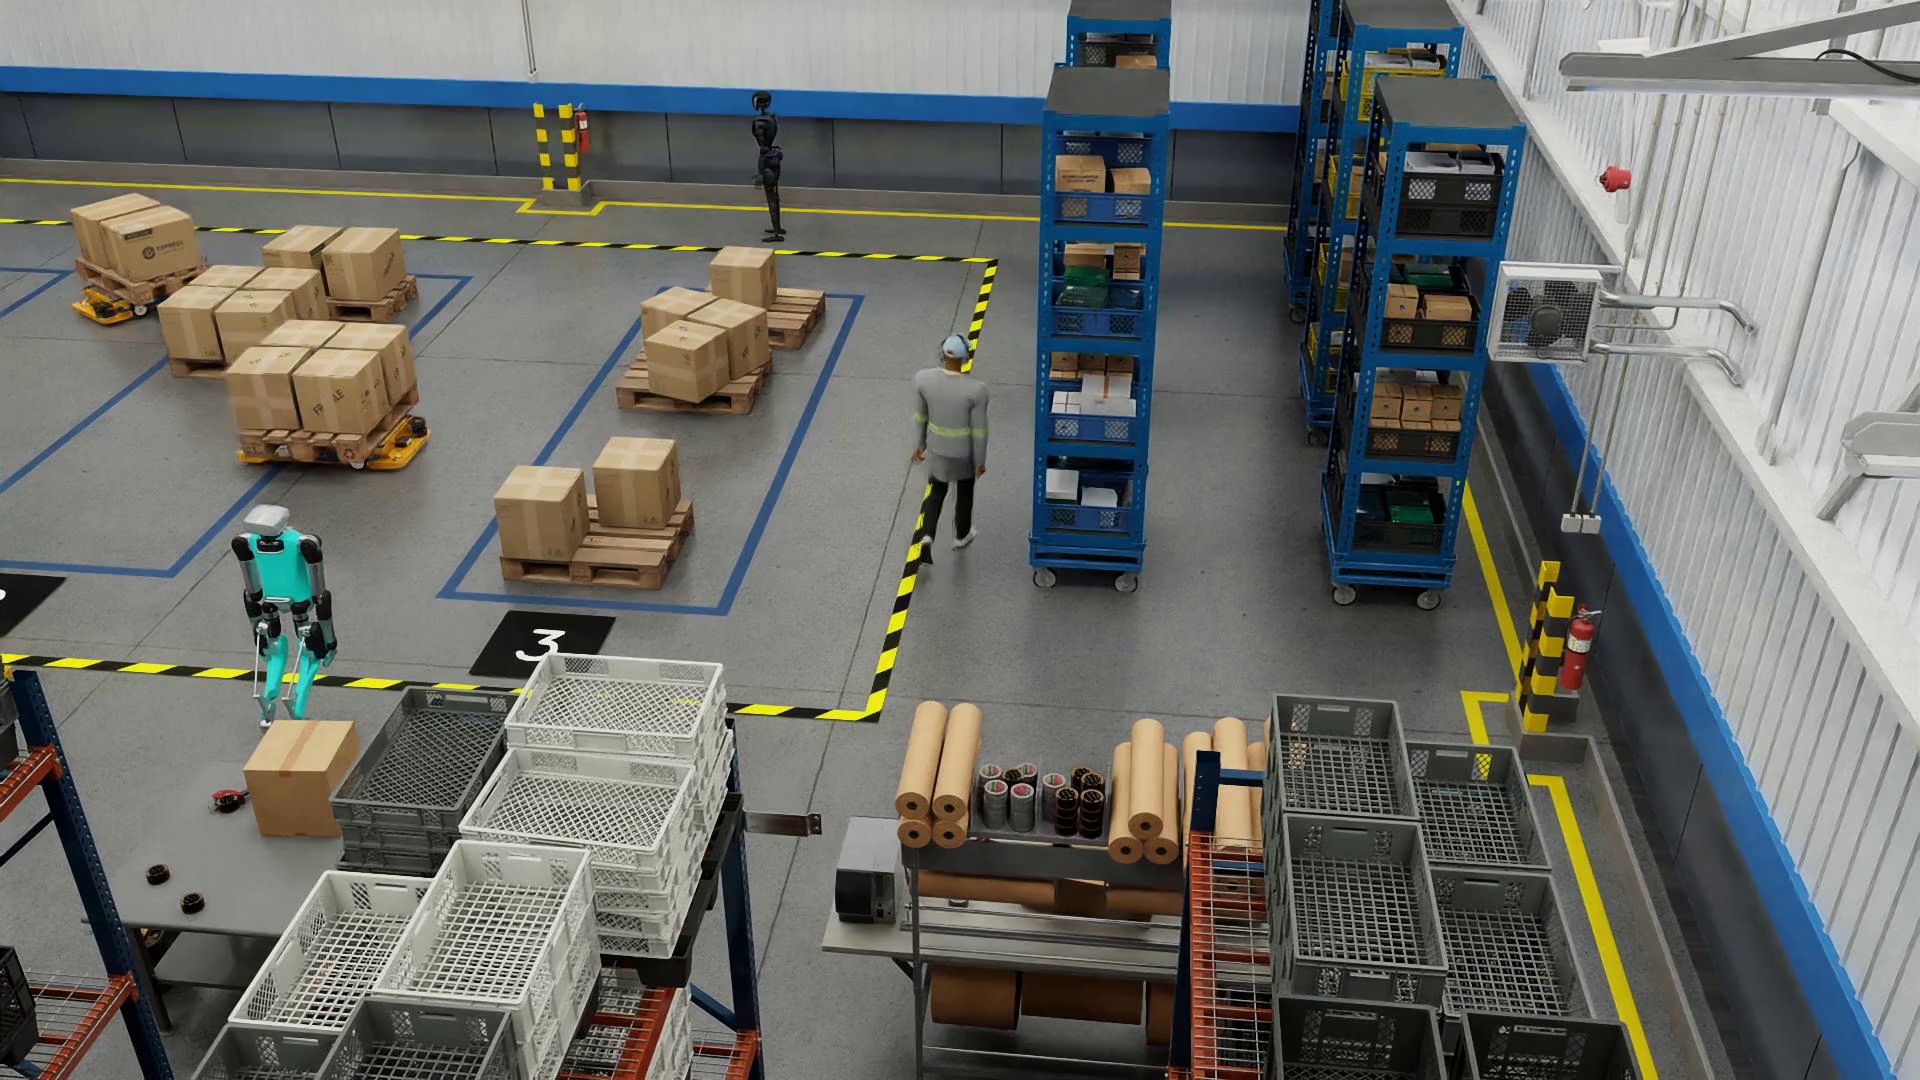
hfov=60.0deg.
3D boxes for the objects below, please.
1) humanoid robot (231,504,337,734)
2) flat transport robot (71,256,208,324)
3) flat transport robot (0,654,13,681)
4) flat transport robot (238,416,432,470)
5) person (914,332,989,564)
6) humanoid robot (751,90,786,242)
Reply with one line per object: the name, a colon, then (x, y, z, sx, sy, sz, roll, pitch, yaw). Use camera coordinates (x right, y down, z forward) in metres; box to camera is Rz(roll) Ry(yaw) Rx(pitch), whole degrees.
humanoid robot: (-4.067, 0.661, 9.945, 0.533, 1.677, 0.735, 3, 30, 5)
flat transport robot: (-8.280, -2.585, 17.085, 0.652, 0.197, 1.431, 23, 37, 33)
flat transport robot: (-7.142, 0.969, 11.010, 1.431, 0.231, 0.659, 3, 30, 6)
flat transport robot: (-5.306, -0.864, 14.129, 1.431, 0.197, 0.652, 3, 30, 6)
person: (-0.072, -0.672, 12.274, 0.598, 1.827, 0.698, 11, 32, 18)
humanoid robot: (-2.124, -4.127, 18.347, 0.315, 1.657, 0.599, 2, 30, 4)
